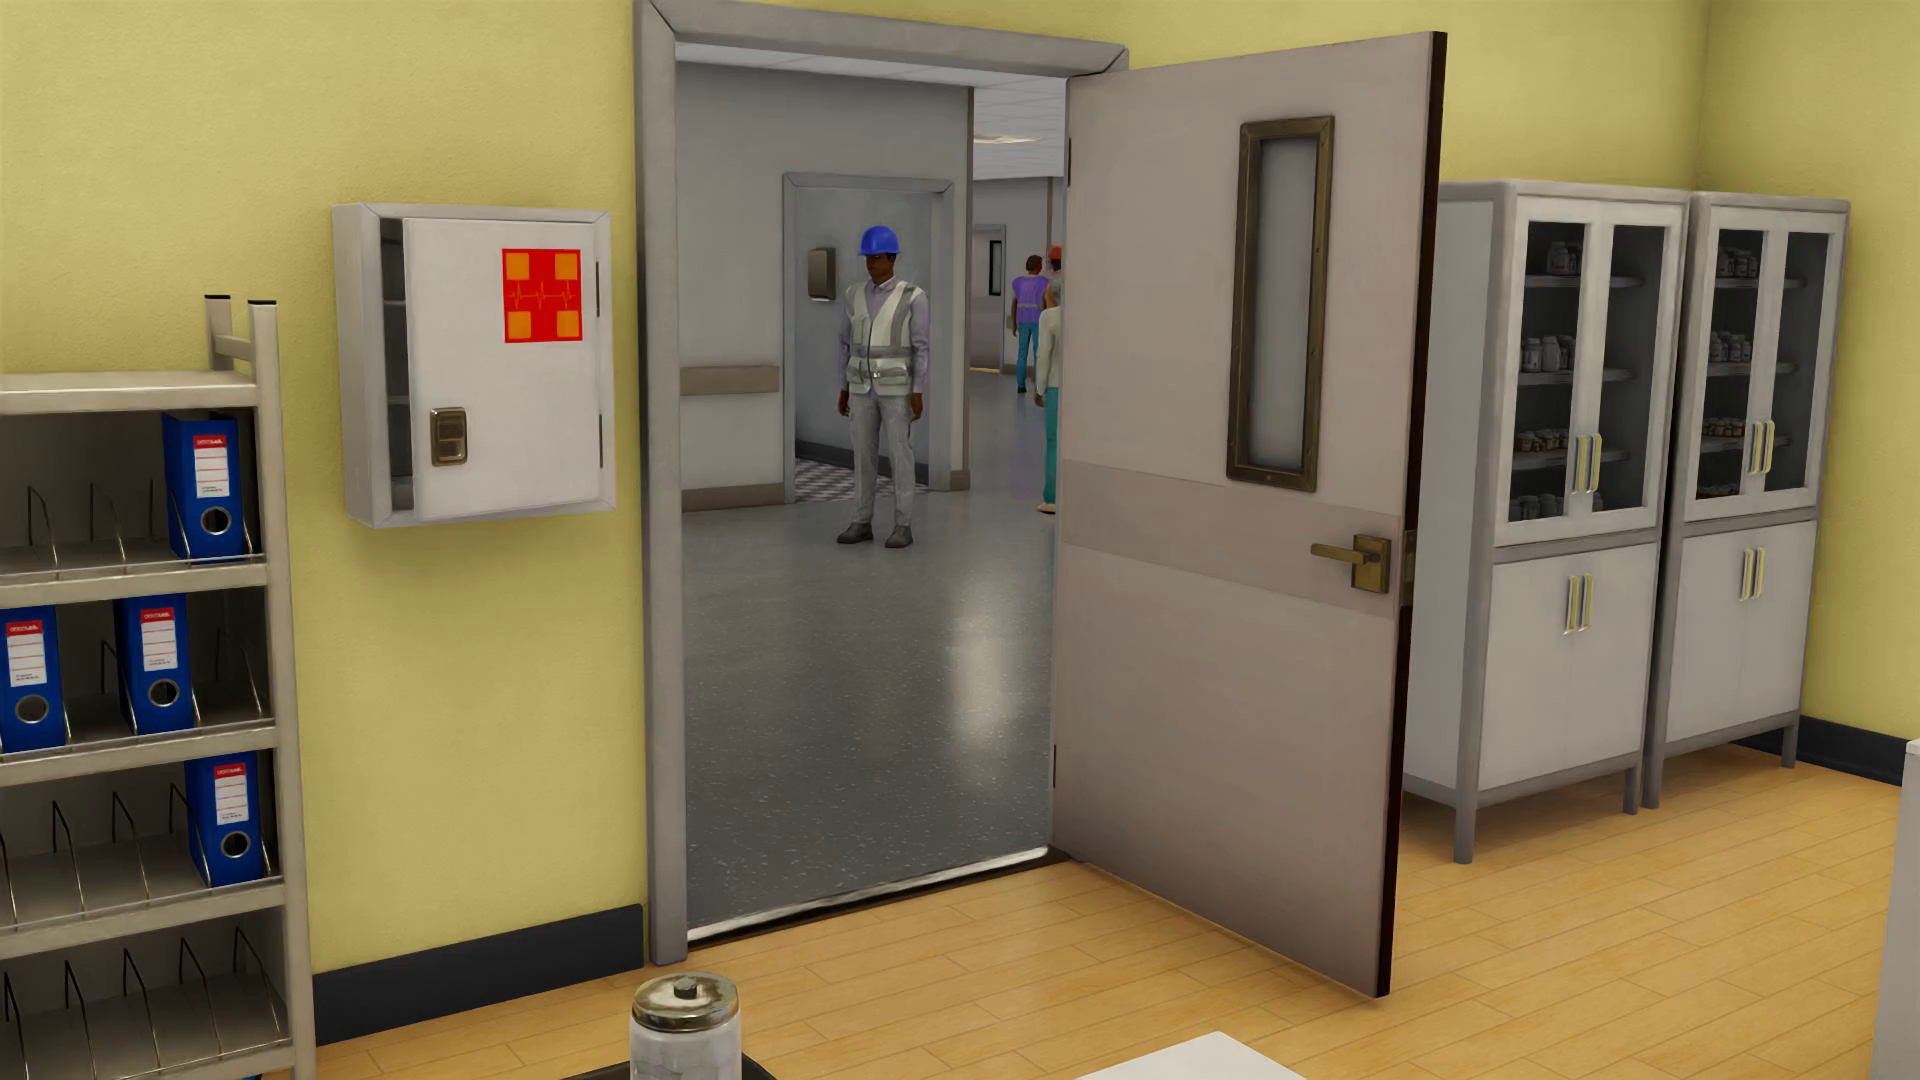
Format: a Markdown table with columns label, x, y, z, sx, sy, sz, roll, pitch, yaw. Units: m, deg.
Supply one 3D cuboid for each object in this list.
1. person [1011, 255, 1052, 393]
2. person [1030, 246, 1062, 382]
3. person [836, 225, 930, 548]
| label | x | y | z | sx | sy | sz | roll | pitch | yaw |
| --- | --- | --- | --- | --- | --- | --- | --- | --- | --- |
| person | 0.955 | -2.874 | 22.213 | 0.575 | 1.840 | 0.375 | 5 | 10 | 22 |
| person | 1.361 | -3.254 | 24.147 | 0.679 | 1.982 | 0.388 | 5 | 11 | 26 |
| person | -0.481 | -0.925 | 10.126 | 0.613 | 1.947 | 0.388 | 5 | 10 | 25 |
